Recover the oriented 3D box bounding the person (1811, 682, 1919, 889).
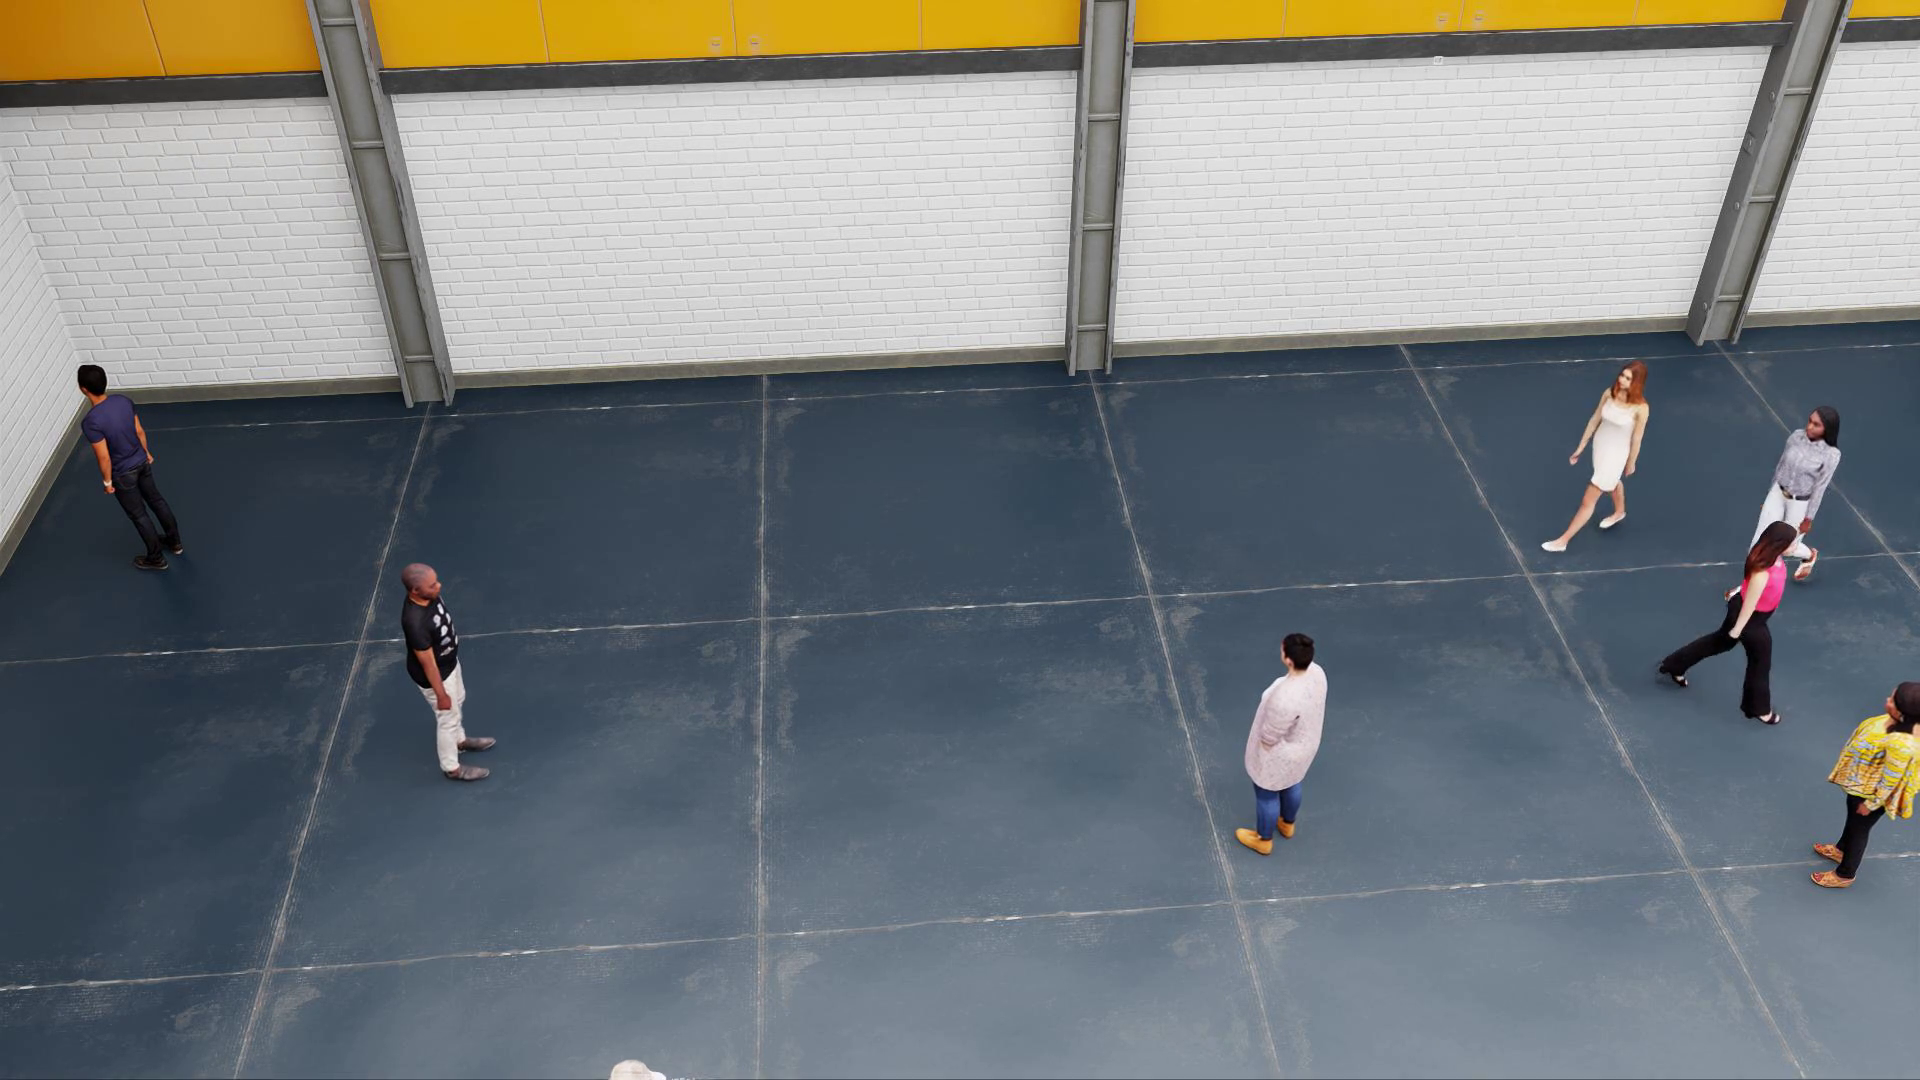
[{"bbox_3d":[5.628,1.504,10.229,0.926,1.654,0.874,19,42,22],"label":"person"}]

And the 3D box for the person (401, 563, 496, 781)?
[{"bbox_3d":[-3.443,0.853,10.928,0.607,1.800,0.662,-5,39,-6],"label":"person"}]

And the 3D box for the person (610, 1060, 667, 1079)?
[{"bbox_3d":[-1.443,3.114,8.097,0.695,1.800,0.714,6,39,7],"label":"person"}]

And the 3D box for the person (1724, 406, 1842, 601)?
[{"bbox_3d":[6.262,-0.267,12.406,1.081,1.704,0.832,-16,41,-19],"label":"person"}]

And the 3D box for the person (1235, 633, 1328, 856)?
[{"bbox_3d":[2.057,1.274,10.446,0.858,1.744,0.788,30,48,32],"label":"person"}]

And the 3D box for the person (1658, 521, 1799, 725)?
[{"bbox_3d":[5.364,0.523,11.484,1.147,1.622,0.918,15,41,18],"label":"person"}]

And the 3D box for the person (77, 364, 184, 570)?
[{"bbox_3d":[-6.359,-0.560,12.703,0.658,1.792,0.716,11,40,13],"label":"person"}]

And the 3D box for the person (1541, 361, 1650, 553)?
[{"bbox_3d":[5.127,-0.684,12.966,1.235,1.659,0.872,-18,42,-21],"label":"person"}]
